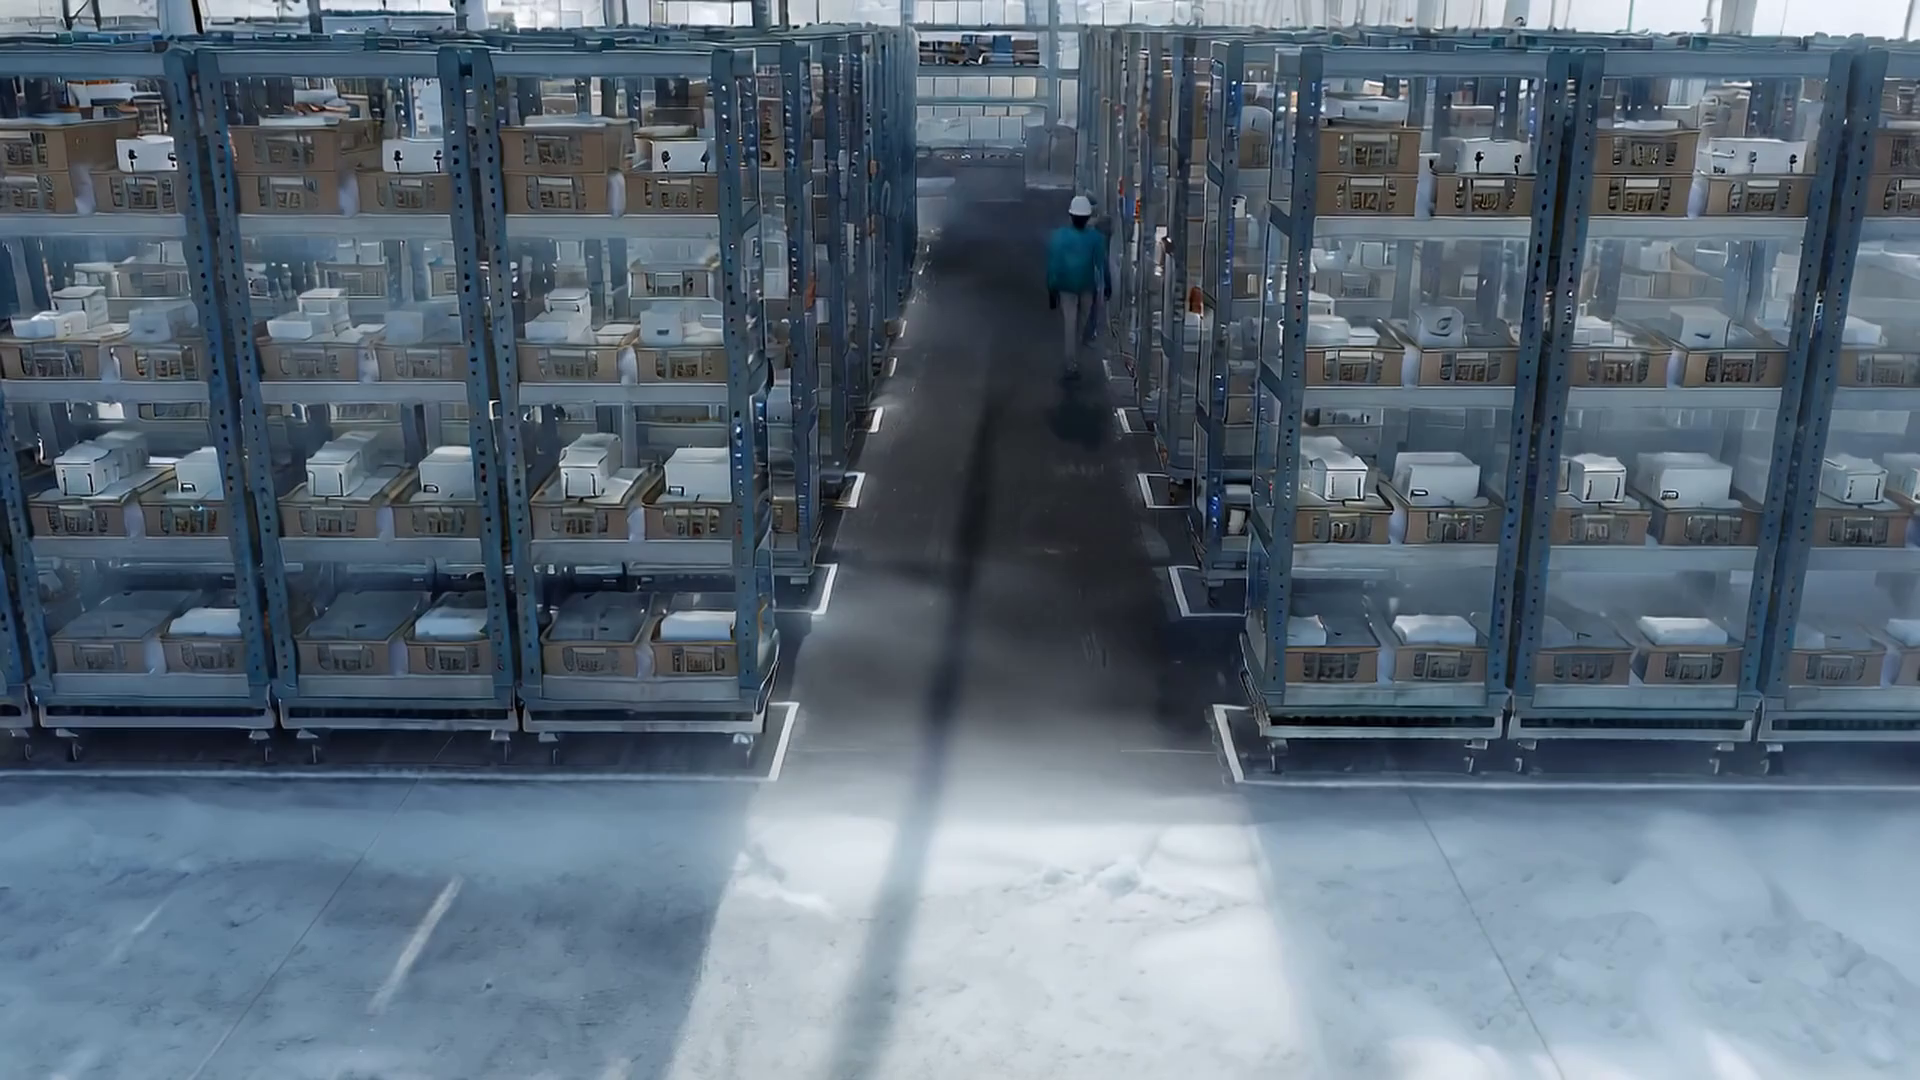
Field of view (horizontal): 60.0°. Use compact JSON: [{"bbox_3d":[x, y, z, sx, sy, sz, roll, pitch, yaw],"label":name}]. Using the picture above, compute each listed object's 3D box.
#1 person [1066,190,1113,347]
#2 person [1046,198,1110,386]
[{"bbox_3d":[1.516,-3.259,19.796,0.587,1.807,0.945,2,18,7],"label":"person"},{"bbox_3d":[1.271,-2.617,17.533,0.606,1.926,1.056,-4,18,-12],"label":"person"}]
